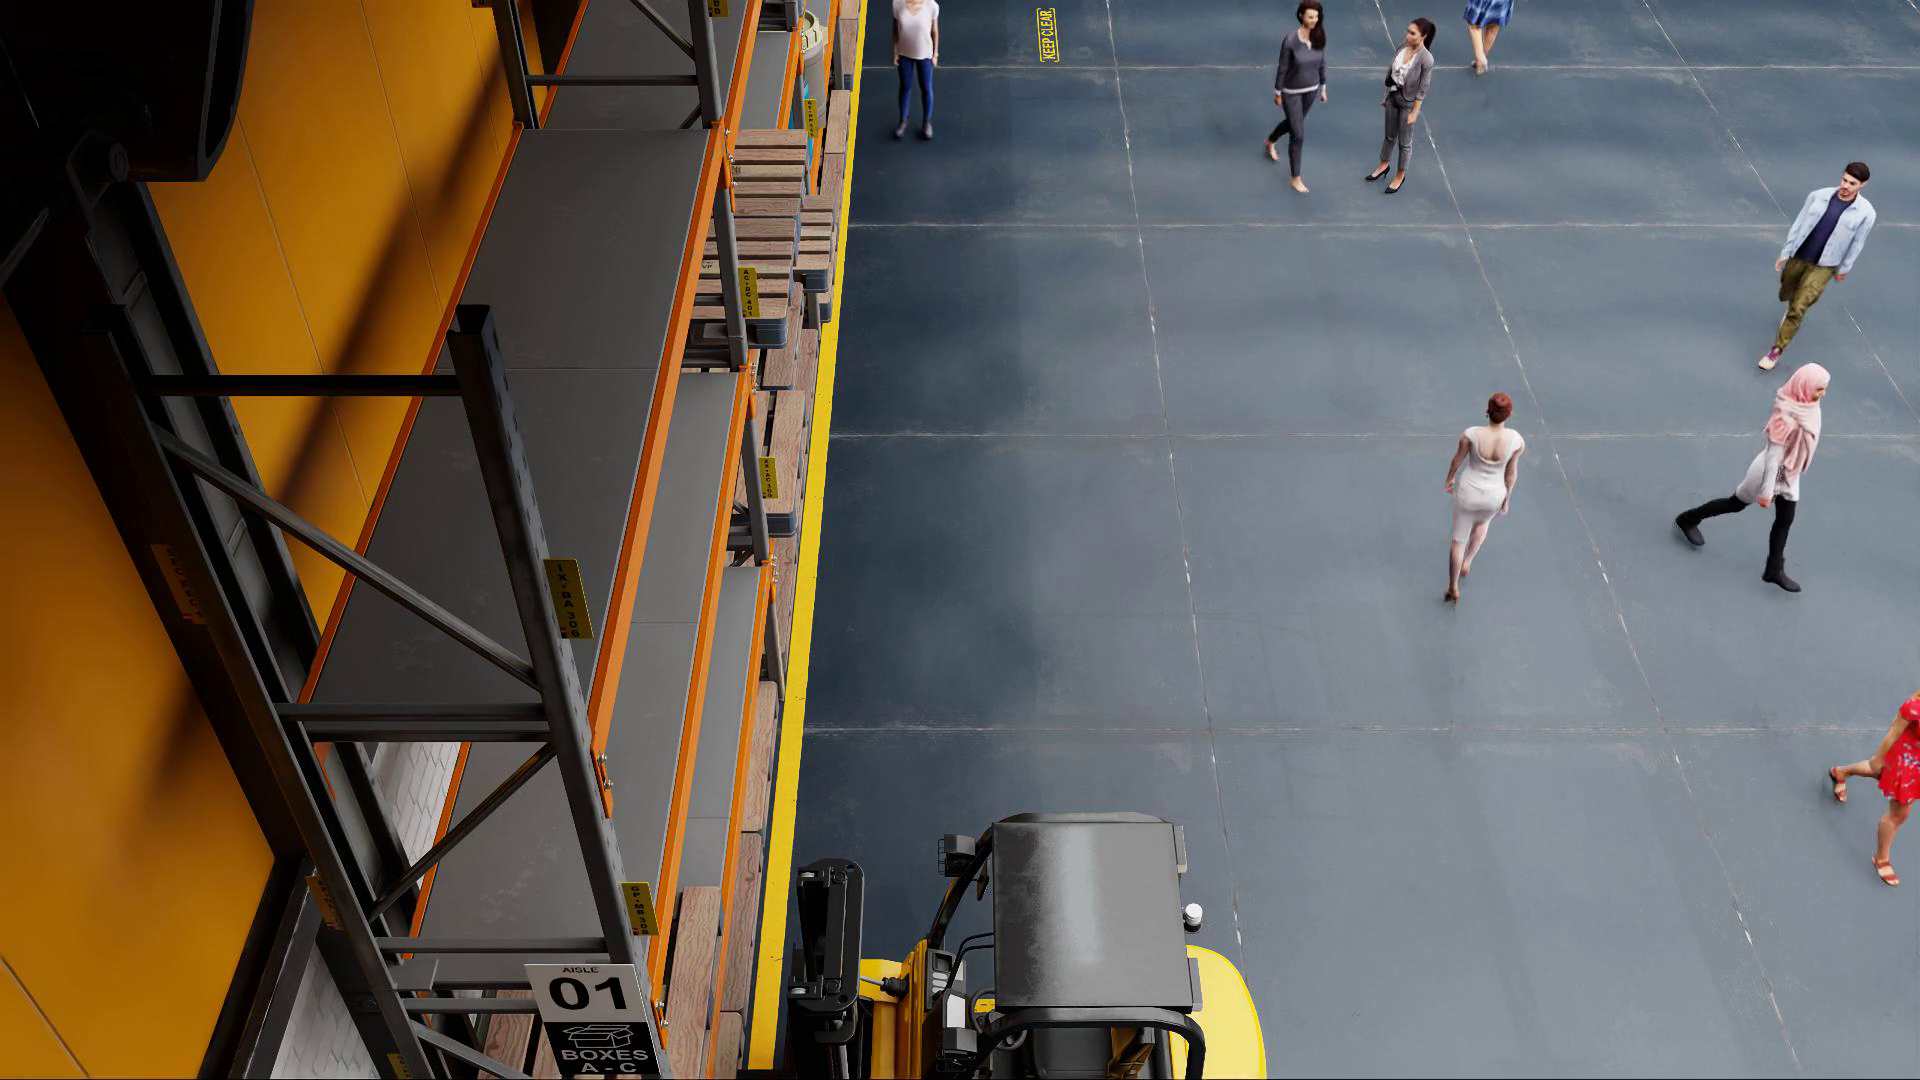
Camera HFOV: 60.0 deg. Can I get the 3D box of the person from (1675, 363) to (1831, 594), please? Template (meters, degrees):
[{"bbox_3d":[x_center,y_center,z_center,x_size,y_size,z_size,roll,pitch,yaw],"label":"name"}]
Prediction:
[{"bbox_3d":[5.506,-0.492,11.483,1.172,1.759,1.248,-33,53,-30],"label":"person"}]

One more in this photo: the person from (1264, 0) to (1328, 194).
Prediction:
[{"bbox_3d":[3.084,-4.177,15.374,0.949,1.727,1.191,-19,47,-19],"label":"person"}]

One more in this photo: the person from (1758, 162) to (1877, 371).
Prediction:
[{"bbox_3d":[6.859,-2.261,13.320,1.141,1.786,1.213,34,53,30],"label":"person"}]

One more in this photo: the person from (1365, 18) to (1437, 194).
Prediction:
[{"bbox_3d":[4.063,-3.988,15.210,0.779,1.680,0.683,-21,48,-21],"label":"person"}]

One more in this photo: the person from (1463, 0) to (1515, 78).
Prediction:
[{"bbox_3d":[5.372,-5.432,16.644,0.702,1.793,0.848,-4,44,-4],"label":"person"}]

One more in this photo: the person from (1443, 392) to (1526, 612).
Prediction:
[{"bbox_3d":[3.473,-0.214,11.180,0.684,1.774,0.754,11,45,11],"label":"person"}]

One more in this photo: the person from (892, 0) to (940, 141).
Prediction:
[{"bbox_3d":[-0.424,-4.630,15.880,0.618,1.685,0.547,4,44,4],"label":"person"}]

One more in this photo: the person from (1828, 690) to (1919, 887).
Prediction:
[{"bbox_3d":[5.567,1.221,9.832,0.724,1.556,1.109,-9,44,-9],"label":"person"}]
